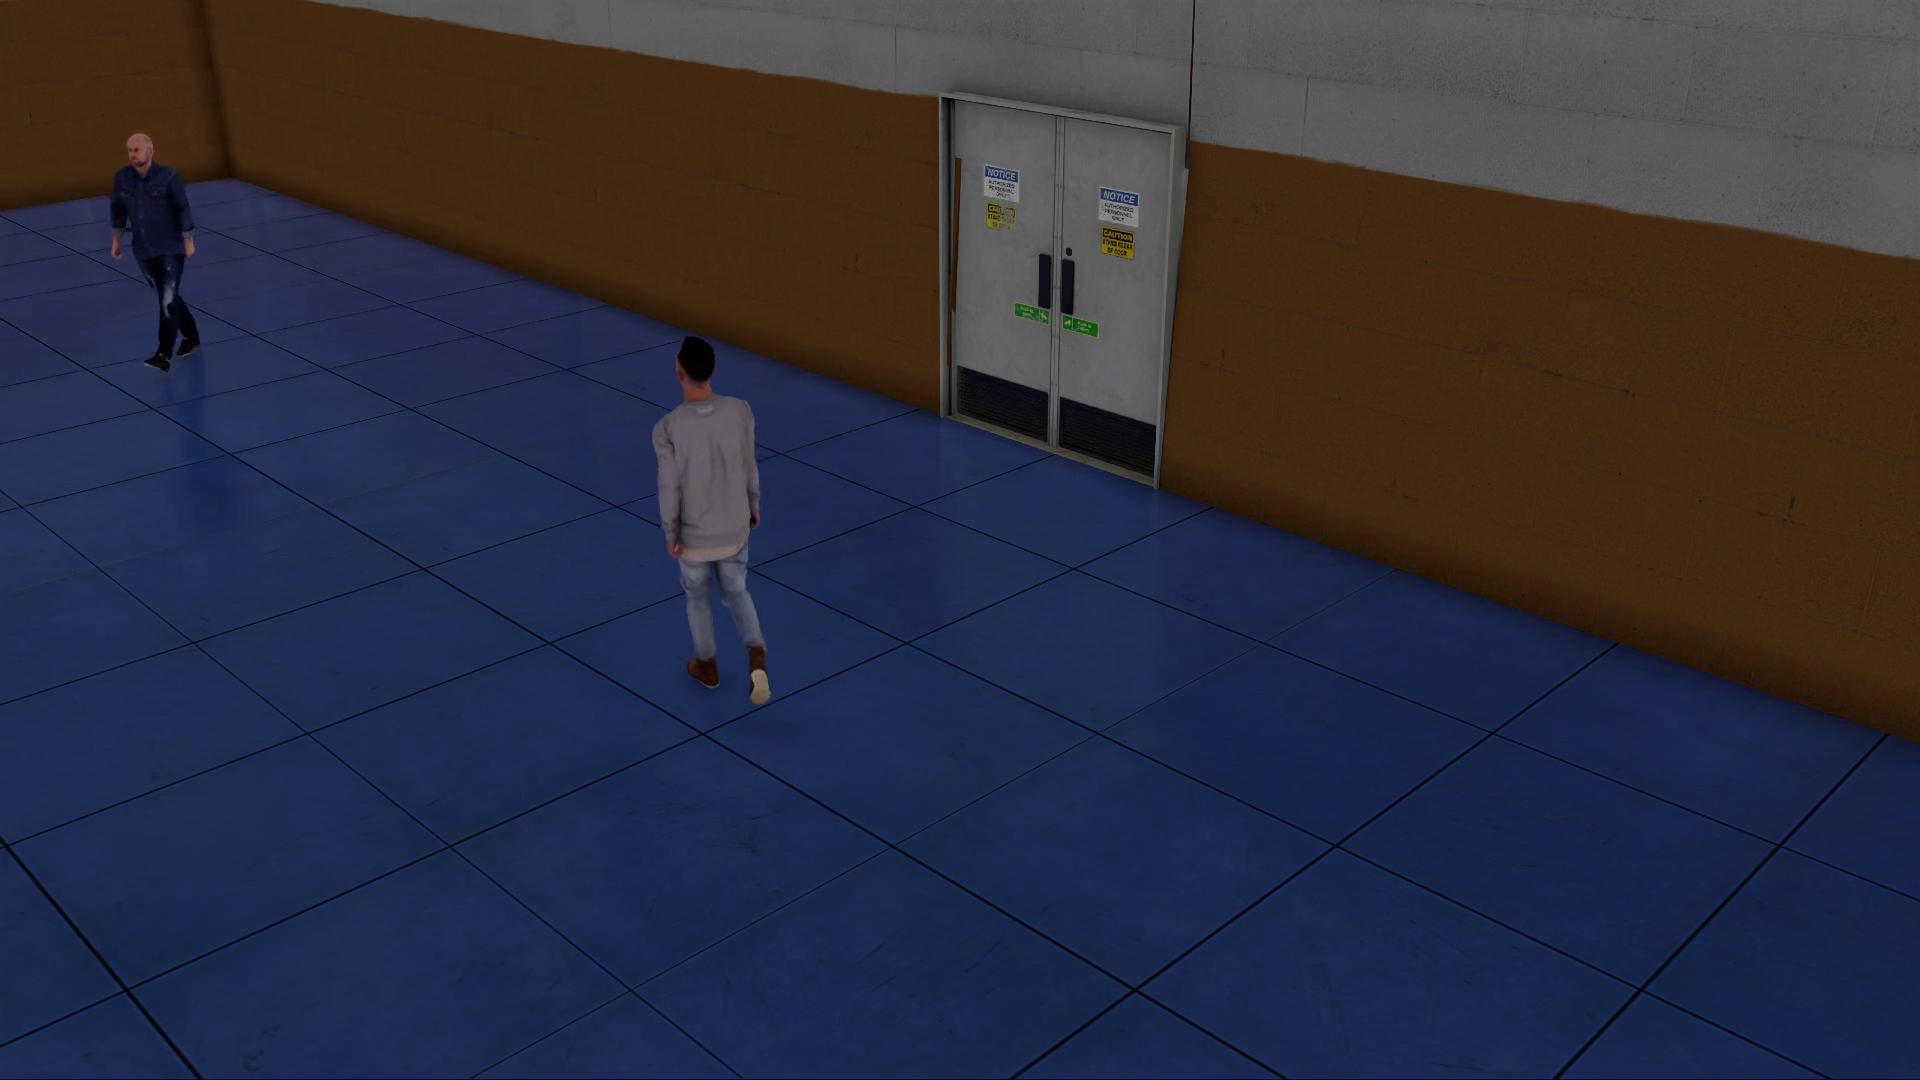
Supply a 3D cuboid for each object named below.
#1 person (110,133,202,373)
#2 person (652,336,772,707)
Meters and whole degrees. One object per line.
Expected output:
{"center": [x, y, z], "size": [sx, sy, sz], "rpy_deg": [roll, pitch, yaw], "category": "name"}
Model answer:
{"center": [-6.182, -2.236, 12.918], "size": [1.141, 1.779, 1.269], "rpy_deg": [3, 24, 6], "category": "person"}
{"center": [-1.137, -0.054, 7.876], "size": [1.033, 1.823, 0.930], "rpy_deg": [-13, 27, -26], "category": "person"}
